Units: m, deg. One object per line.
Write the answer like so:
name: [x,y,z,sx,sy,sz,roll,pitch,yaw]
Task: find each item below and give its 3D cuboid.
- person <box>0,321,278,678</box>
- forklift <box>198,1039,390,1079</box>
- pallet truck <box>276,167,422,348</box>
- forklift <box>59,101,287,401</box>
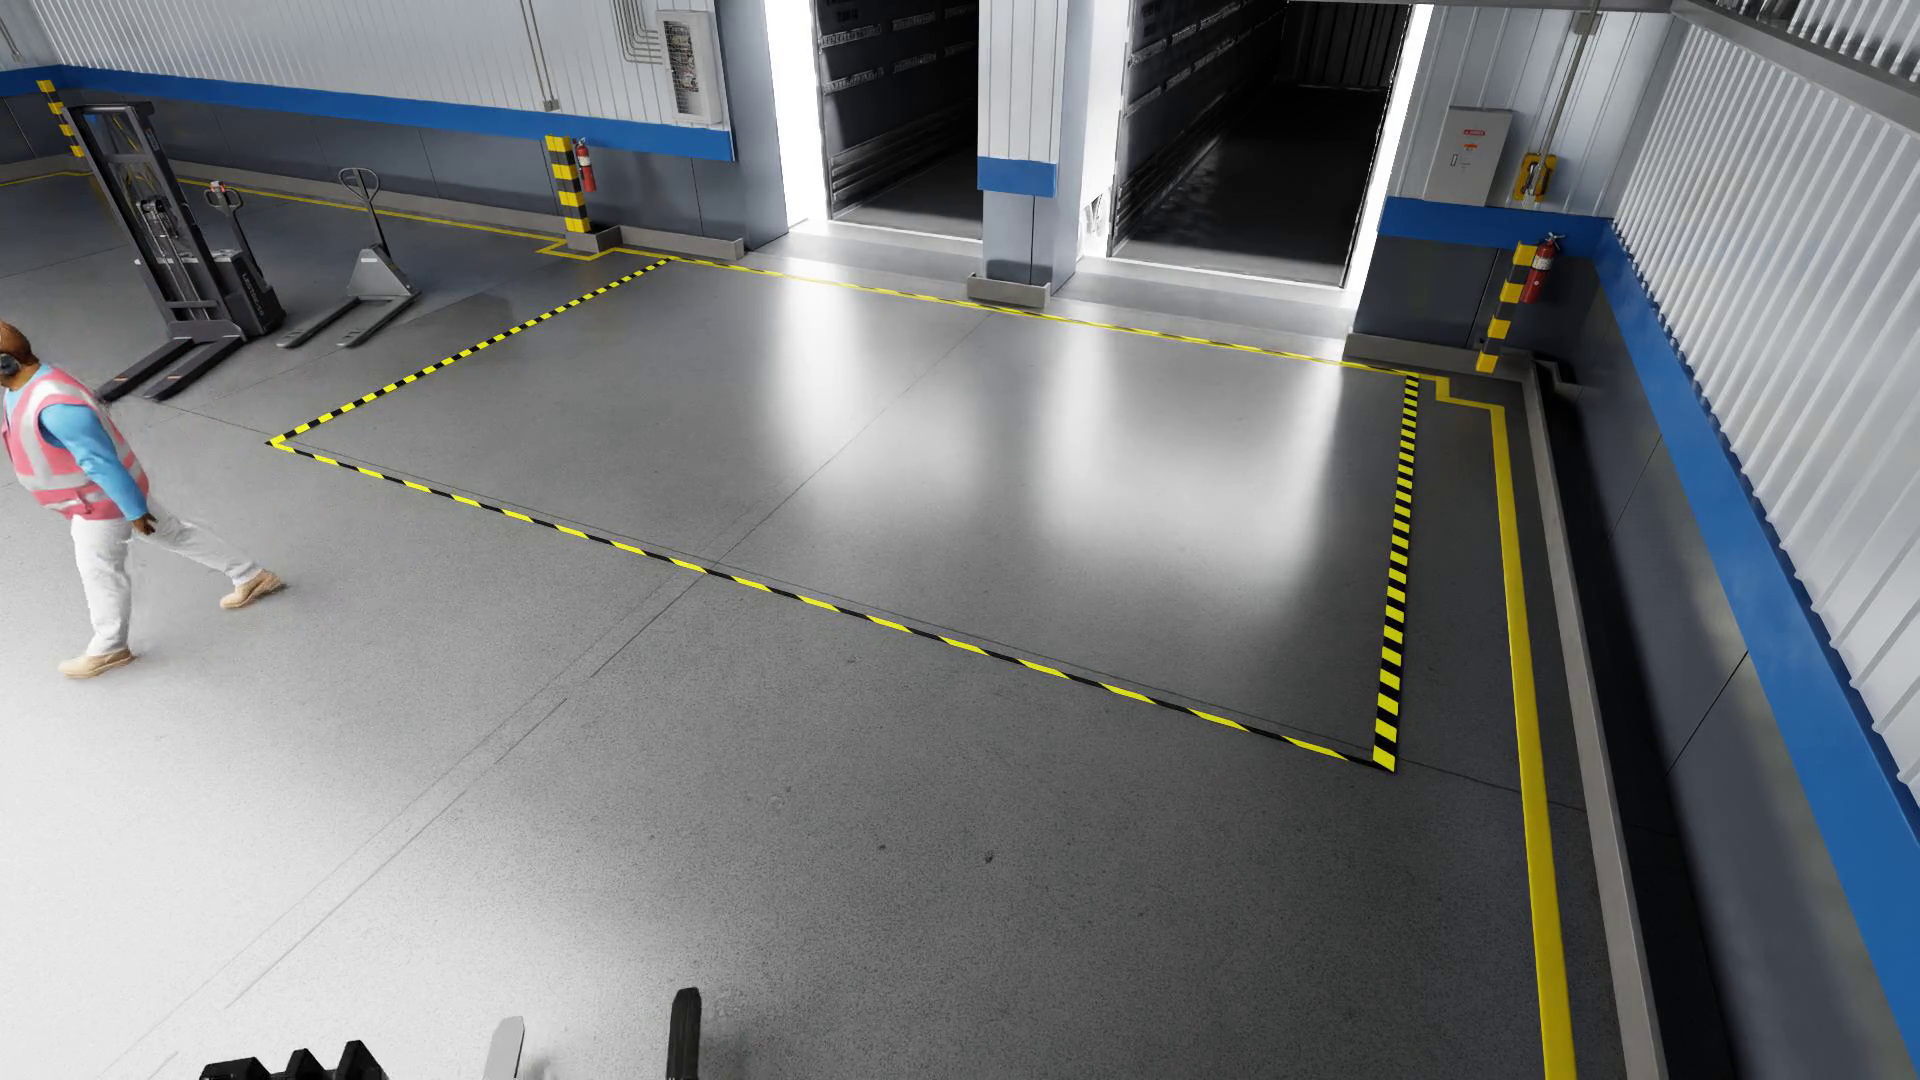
person: [-4.274,-0.225,4.524,0.636,1.787,1.015,29,44,34]
forklift: [-0.835,2.123,0.672,1.157,2.036,2.680,-6,35,-8]
pallet truck: [-5.732,-2.611,8.414,0.680,1.201,1.601,-1,35,-1]
forklift: [-6.686,-2.387,7.434,0.823,1.965,1.885,-3,35,-5]
